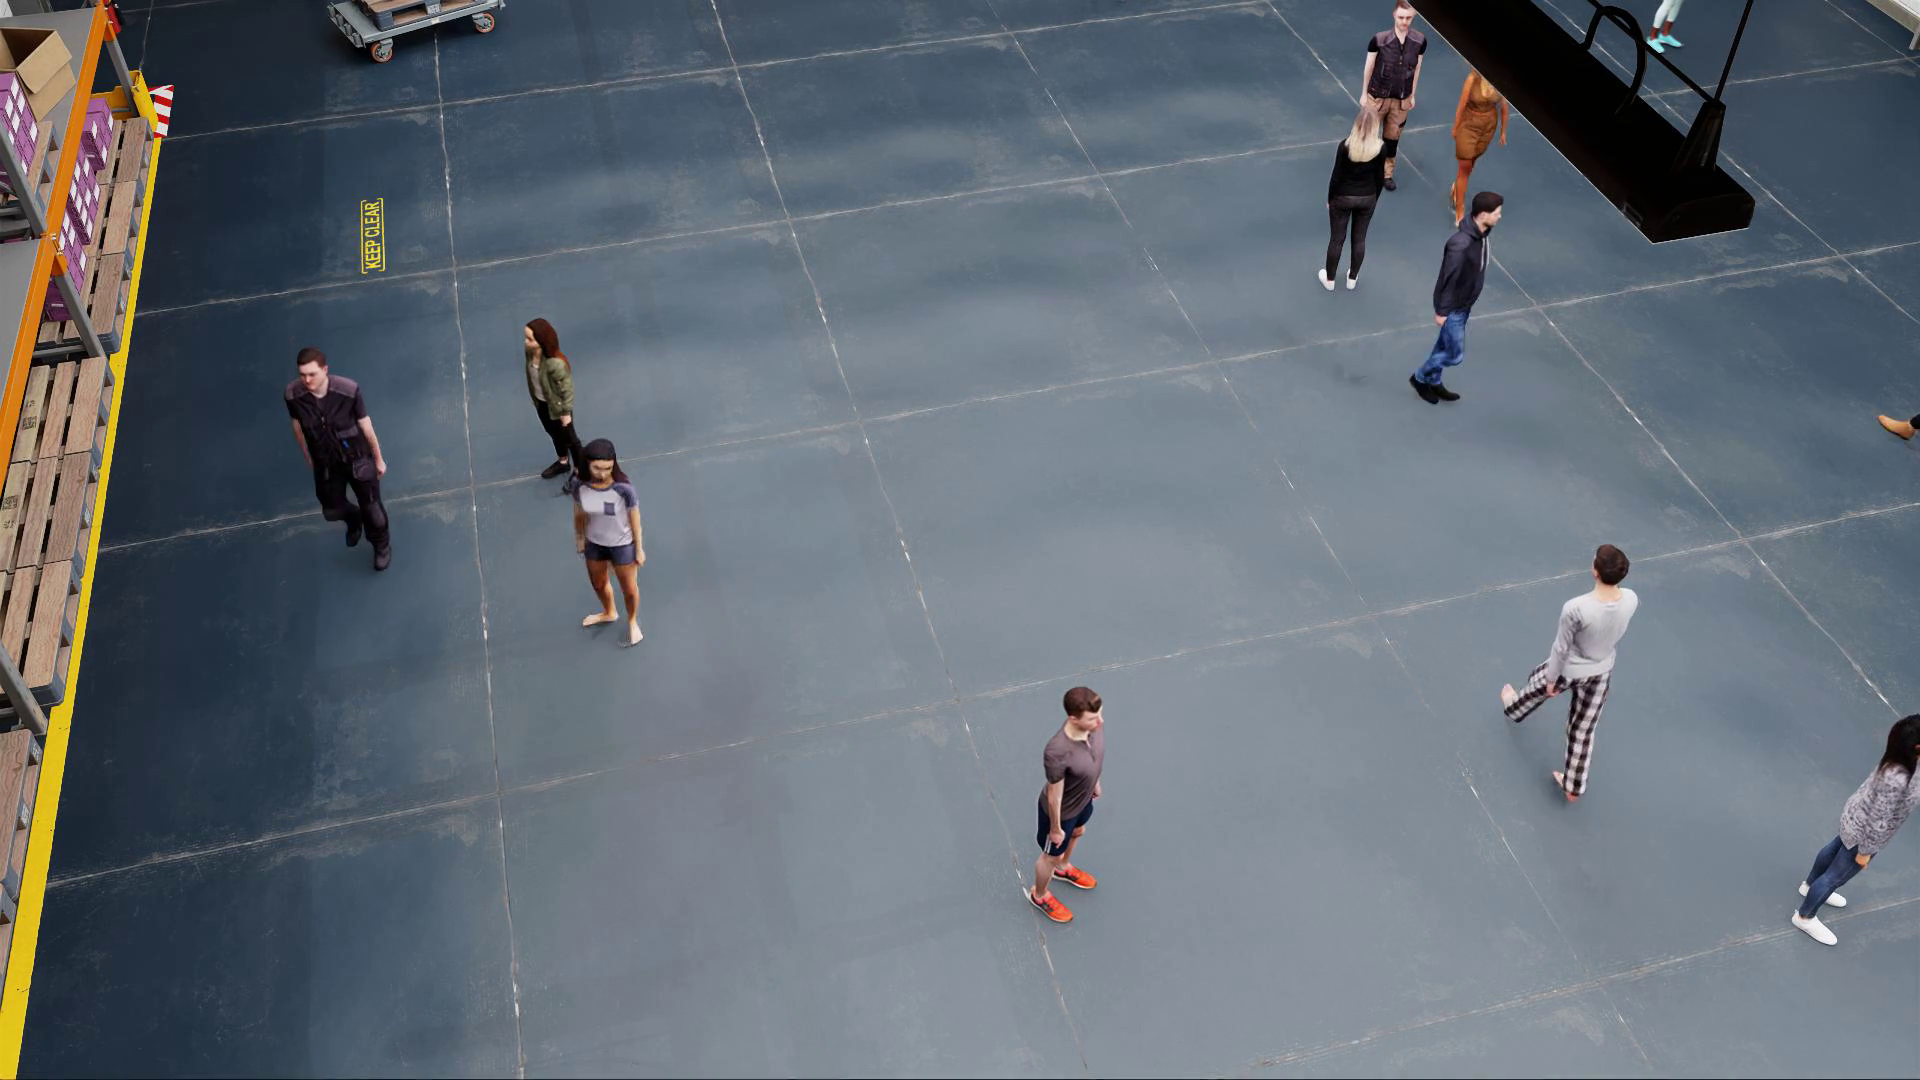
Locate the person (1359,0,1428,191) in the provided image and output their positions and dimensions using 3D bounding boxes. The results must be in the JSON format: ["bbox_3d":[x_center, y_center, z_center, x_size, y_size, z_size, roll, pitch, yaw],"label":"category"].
[{"bbox_3d":[3.880,-4.047,15.081,0.731,1.842,0.668,-1,44,-1],"label":"person"}]

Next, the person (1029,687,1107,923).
[{"bbox_3d":[0.601,1.447,9.309,0.758,1.848,0.715,25,49,24],"label":"person"}]

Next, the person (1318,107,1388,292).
[{"bbox_3d":[3.294,-2.840,13.927,0.657,1.687,0.617,0,44,0],"label":"person"}]

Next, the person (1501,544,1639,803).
[{"bbox_3d":[3.770,0.832,9.991,0.754,1.798,1.203,-4,44,-5],"label":"person"}]

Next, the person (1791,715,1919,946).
[{"bbox_3d":[5.056,1.569,9.266,0.734,1.731,0.679,23,48,22],"label":"person"}]

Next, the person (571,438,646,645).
[{"bbox_3d":[-2.322,0.011,10.912,0.757,1.717,0.682,15,46,16],"label":"person"}]

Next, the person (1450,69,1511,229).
[{"bbox_3d":[4.586,-3.698,14.843,0.696,1.665,0.925,-3,44,-3],"label":"person"}]

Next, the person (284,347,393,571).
[{"bbox_3d":[-4.238,-0.616,11.484,0.773,1.836,0.761,-4,44,-4],"label":"person"}]

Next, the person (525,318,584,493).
[{"bbox_3d":[-2.968,-1.003,12.152,0.609,1.475,0.711,32,52,29],"label":"person"}]

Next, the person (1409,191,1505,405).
[{"bbox_3d":[3.727,-1.865,12.764,0.861,1.879,0.812,25,49,24],"label":"person"}]
